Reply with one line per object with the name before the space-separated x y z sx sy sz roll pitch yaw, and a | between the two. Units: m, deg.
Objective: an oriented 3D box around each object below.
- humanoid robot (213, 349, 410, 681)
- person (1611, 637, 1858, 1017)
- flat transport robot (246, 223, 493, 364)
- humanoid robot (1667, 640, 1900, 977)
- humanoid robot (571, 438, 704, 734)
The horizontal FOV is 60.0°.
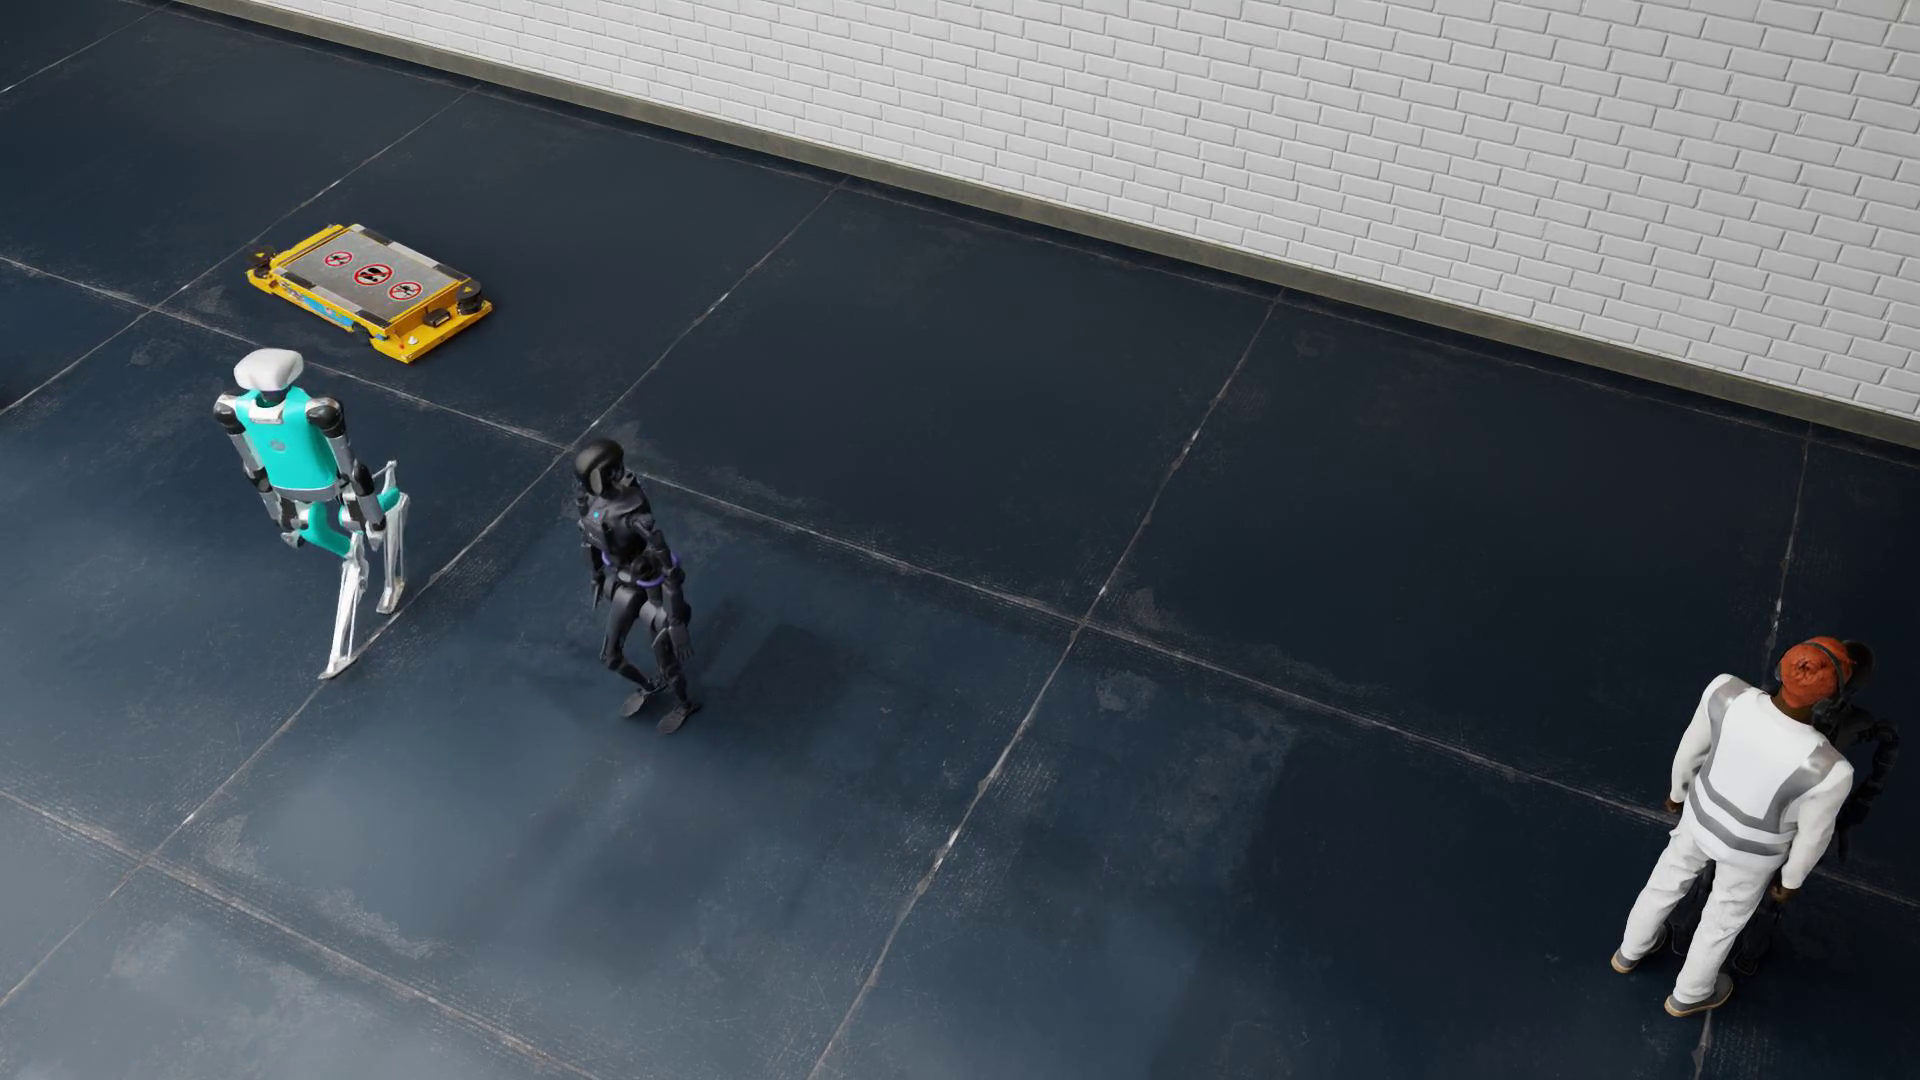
humanoid robot | -2.768 -0.205 7.380 0.547 1.739 0.969 3 43 4
person | 2.775 1.039 5.949 0.356 1.882 0.574 -25 48 -25
flat transport robot | -3.524 -1.509 9.884 1.431 0.231 0.659 26 49 25
humanoid robot | 3.011 0.989 6.142 0.599 1.657 0.315 18 46 19
humanoid robot | -1.333 0.216 6.993 0.611 1.643 0.360 29 50 28
